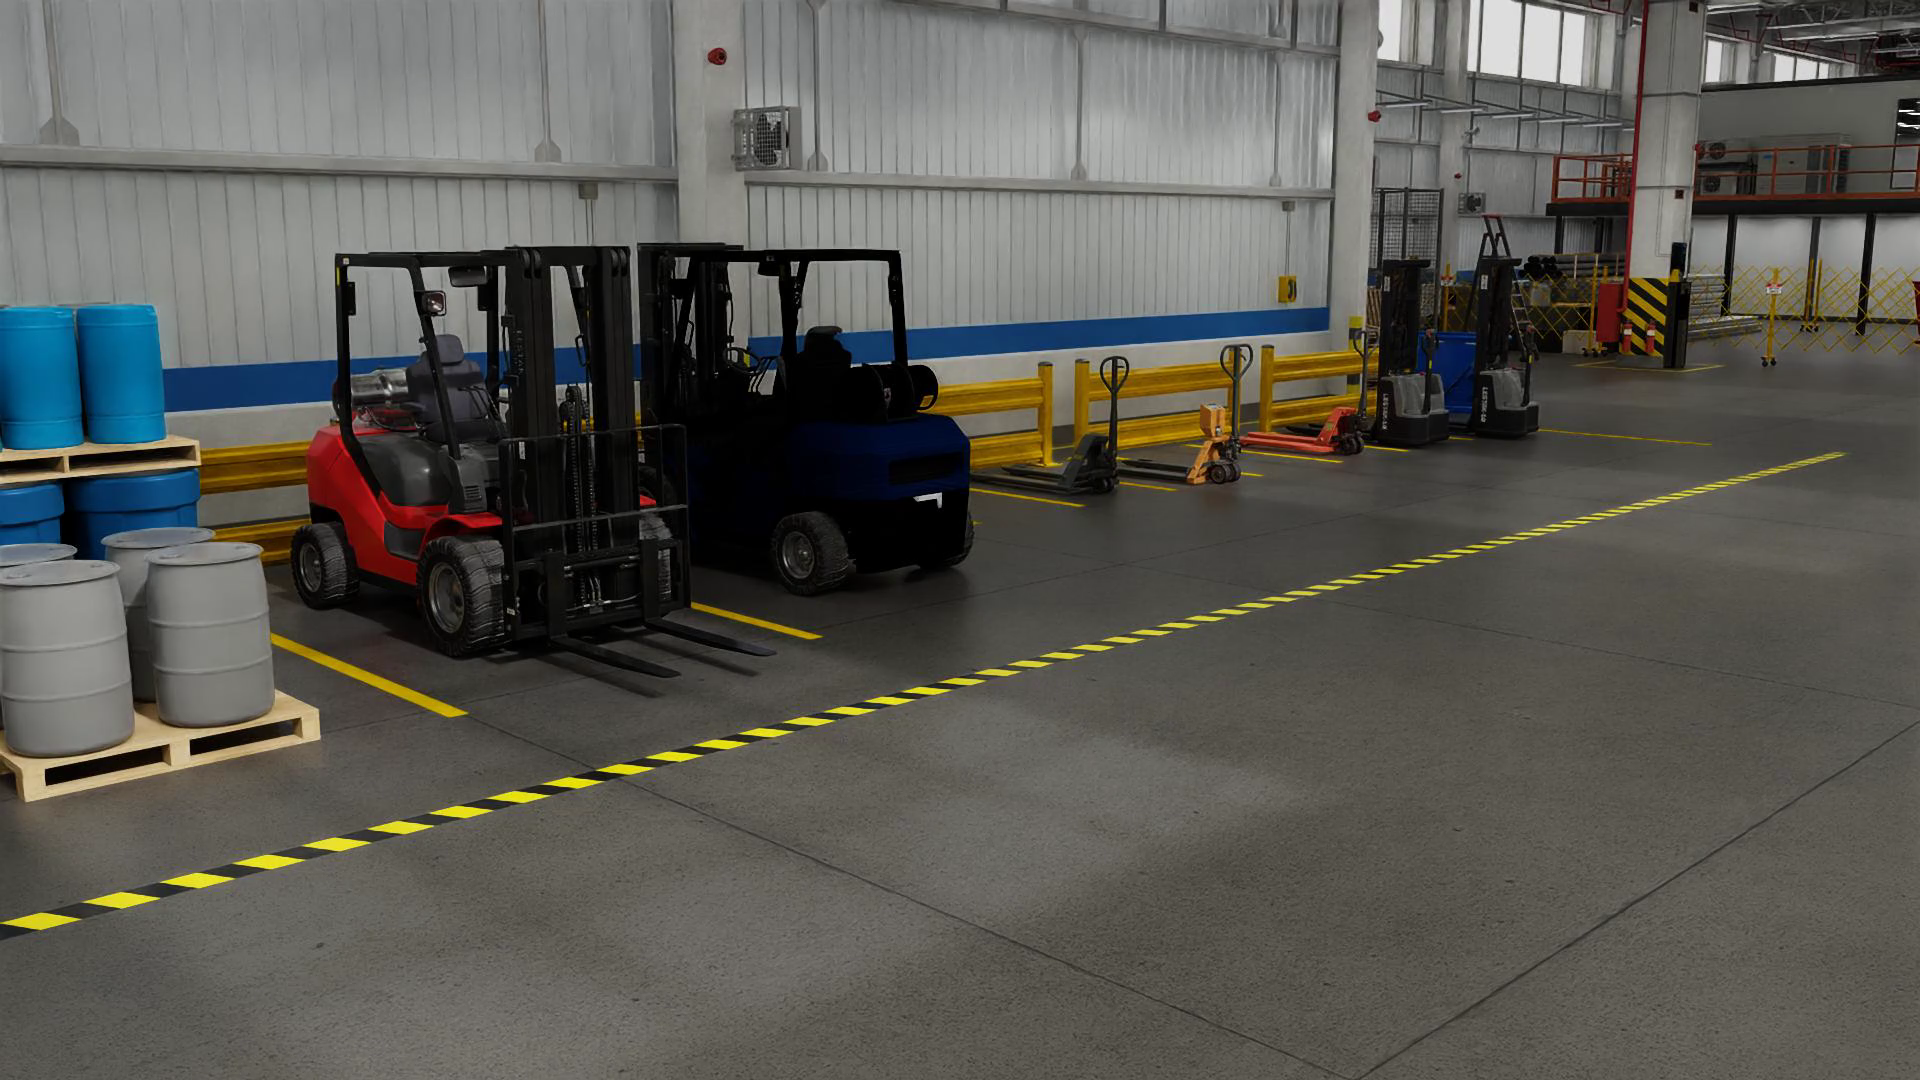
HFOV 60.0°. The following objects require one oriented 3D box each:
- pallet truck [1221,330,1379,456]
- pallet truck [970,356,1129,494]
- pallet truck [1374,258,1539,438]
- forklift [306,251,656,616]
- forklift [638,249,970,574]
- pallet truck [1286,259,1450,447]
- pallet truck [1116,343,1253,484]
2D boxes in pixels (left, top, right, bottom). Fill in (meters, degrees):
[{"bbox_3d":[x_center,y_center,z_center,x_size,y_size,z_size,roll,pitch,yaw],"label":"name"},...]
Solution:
[{"bbox_3d":[3.563,-1.581,17.381,0.653,1.274,1.630,-10,14,-44],"label":"pallet truck"},{"bbox_3d":[0.784,-1.085,14.876,0.680,1.201,1.601,-10,14,-44],"label":"pallet truck"},{"bbox_3d":[5.704,-2.208,18.901,1.885,1.965,0.823,10,14,43],"label":"pallet truck"},{"bbox_3d":[-2.833,-0.669,9.694,1.157,1.987,2.680,-10,14,-44],"label":"forklift"},{"bbox_3d":[-1.173,-0.958,11.239,2.680,1.987,1.157,10,14,43],"label":"forklift"},{"bbox_3d":[4.493,-2.078,18.196,0.823,1.965,1.885,-9,14,-40],"label":"pallet truck"},{"bbox_3d":[1.962,-1.215,15.415,1.522,1.261,0.704,10,14,43],"label":"pallet truck"}]
